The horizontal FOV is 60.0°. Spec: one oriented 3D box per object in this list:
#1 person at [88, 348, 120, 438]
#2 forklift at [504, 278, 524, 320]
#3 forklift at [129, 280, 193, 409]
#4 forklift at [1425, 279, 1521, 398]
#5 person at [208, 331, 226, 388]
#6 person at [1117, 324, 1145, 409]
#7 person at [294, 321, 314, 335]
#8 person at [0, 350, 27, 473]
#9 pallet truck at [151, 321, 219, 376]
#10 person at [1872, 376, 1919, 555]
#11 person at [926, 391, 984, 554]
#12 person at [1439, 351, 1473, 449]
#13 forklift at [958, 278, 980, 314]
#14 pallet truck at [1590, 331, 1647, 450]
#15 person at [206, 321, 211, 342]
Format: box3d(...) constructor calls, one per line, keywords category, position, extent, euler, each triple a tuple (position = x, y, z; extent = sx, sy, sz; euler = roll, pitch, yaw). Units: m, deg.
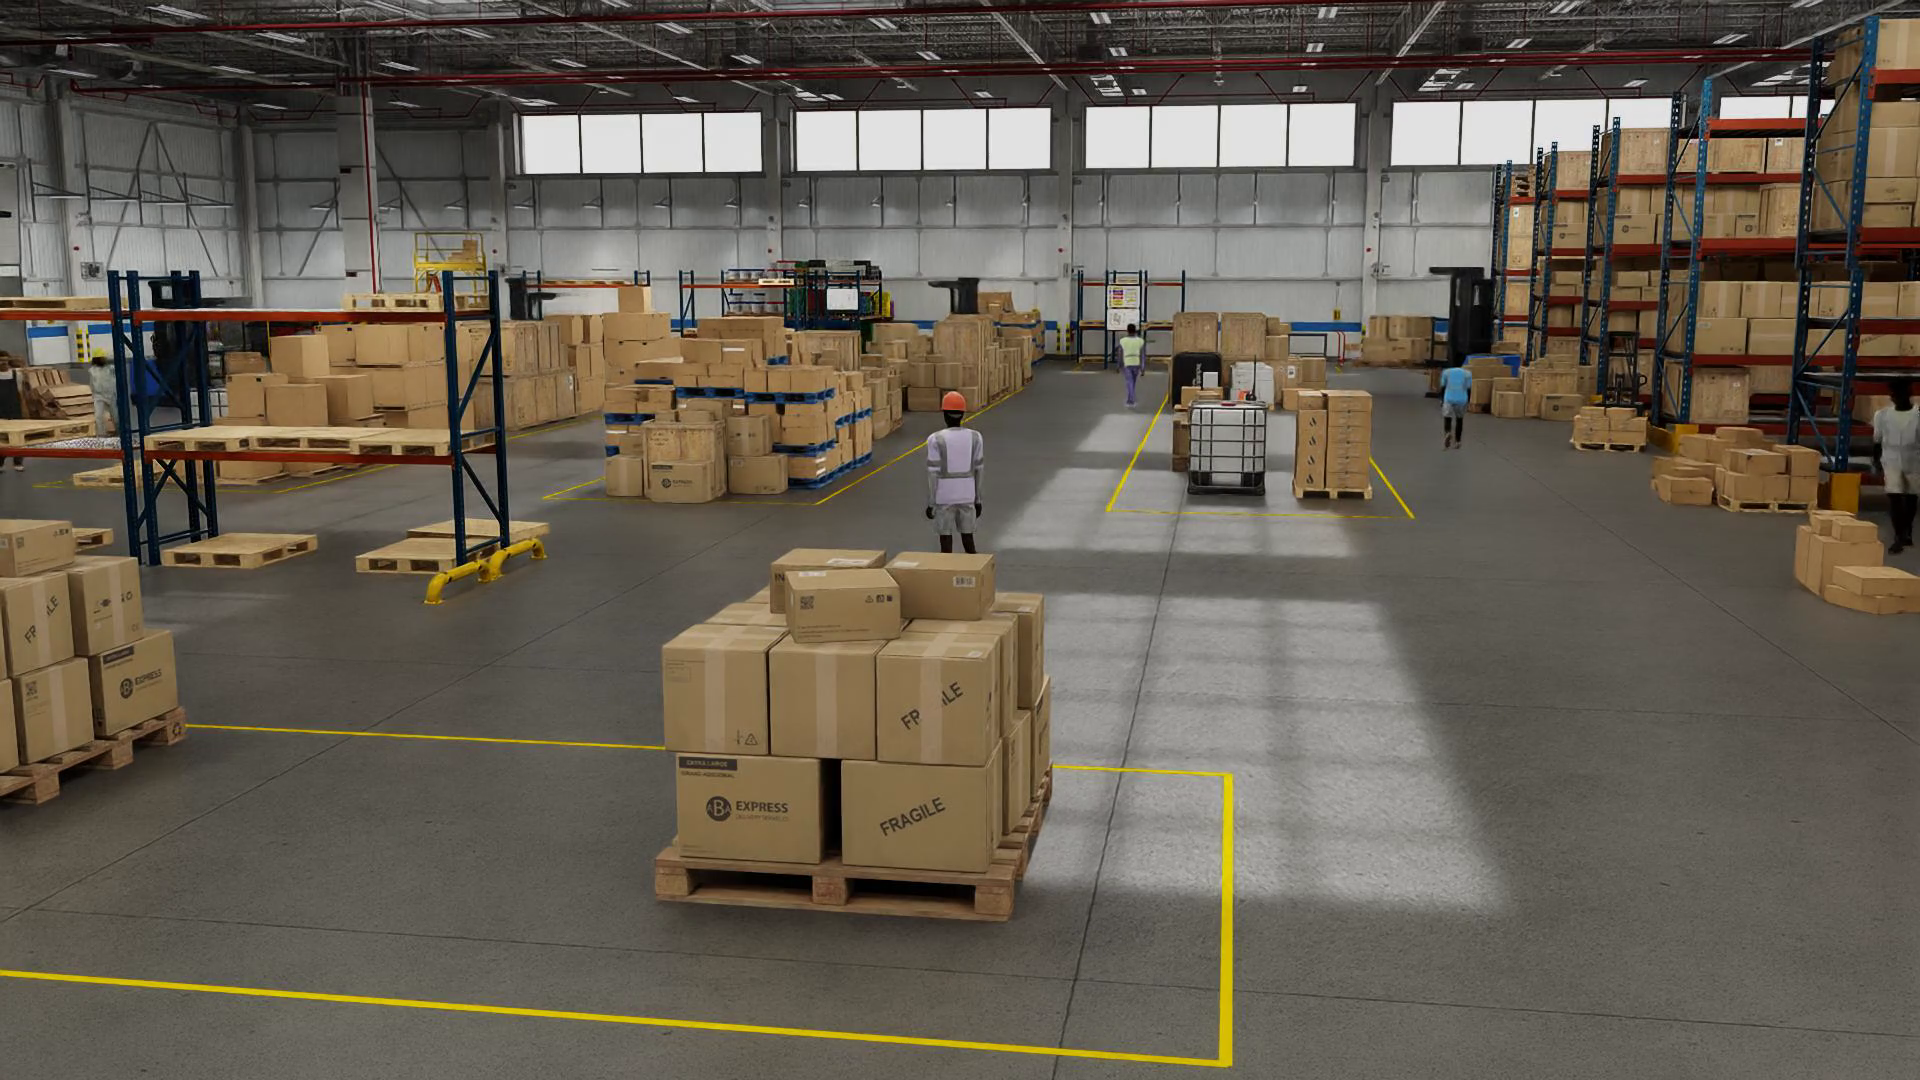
box3d(category="person", position=(-14.767, -2.474, 28.757), extent=(0.488, 1.713, 0.818), euler=(-2, 9, -10))
box3d(category="forklift", position=(-11.968, -5.673, 44.904), extent=(1.873, 2.768, 1.129), euler=(-3, 10, -19))
box3d(category="forklift", position=(-17.241, -4.314, 36.523), extent=(1.873, 2.768, 1.129), euler=(4, 10, 23))
box3d(category="forklift", position=(11.995, -4.656, 38.632), extent=(1.129, 2.768, 1.873), euler=(-7, 11, -35))
box3d(category="person", position=(-17.694, -4.158, 39.481), extent=(0.519, 1.603, 0.827), euler=(2, 9, 13))
box3d(category="person", position=(3.777, -3.820, 36.596), extent=(0.580, 1.874, 0.999), euler=(-2, 9, -12))
box3d(category="person", position=(-15.079, -4.156, 38.490), extent=(0.635, 1.922, 0.756), euler=(-2, 9, -13))
box3d(category="person", position=(-14.328, -1.927, 24.992), extent=(0.512, 1.844, 0.342), euler=(-8, 12, -39))
box3d(category="pallet truck", position=(-21.869, -5.598, 47.154), extent=(0.823, 1.965, 1.885), euler=(4, 10, 26))
box3d(category="person", position=(10.244, -0.822, 18.010), extent=(0.690, 1.911, 0.962), euler=(7, 11, 35))
box3d(category="person", position=(-0.060, -0.387, 15.204), extent=(0.551, 1.935, 0.375), euler=(-4, 10, -21))
box3d(category="person", position=(8.412, -2.368, 28.205), extent=(0.542, 1.676, 0.468), euler=(3, 10, 17))
box3d(category="forklift", position=(0.246, -5.970, 46.733), extent=(1.873, 2.768, 1.129), euler=(-3, 10, -17))
box3d(category="pallet truck", position=(11.253, -2.573, 28.499), extent=(0.823, 1.965, 1.885), euler=(5, 10, 27))
box3d(category="person", position=(-22.148, -5.802, 48.655), extent=(0.541, 1.915, 0.568), euler=(-6, 11, -34))
